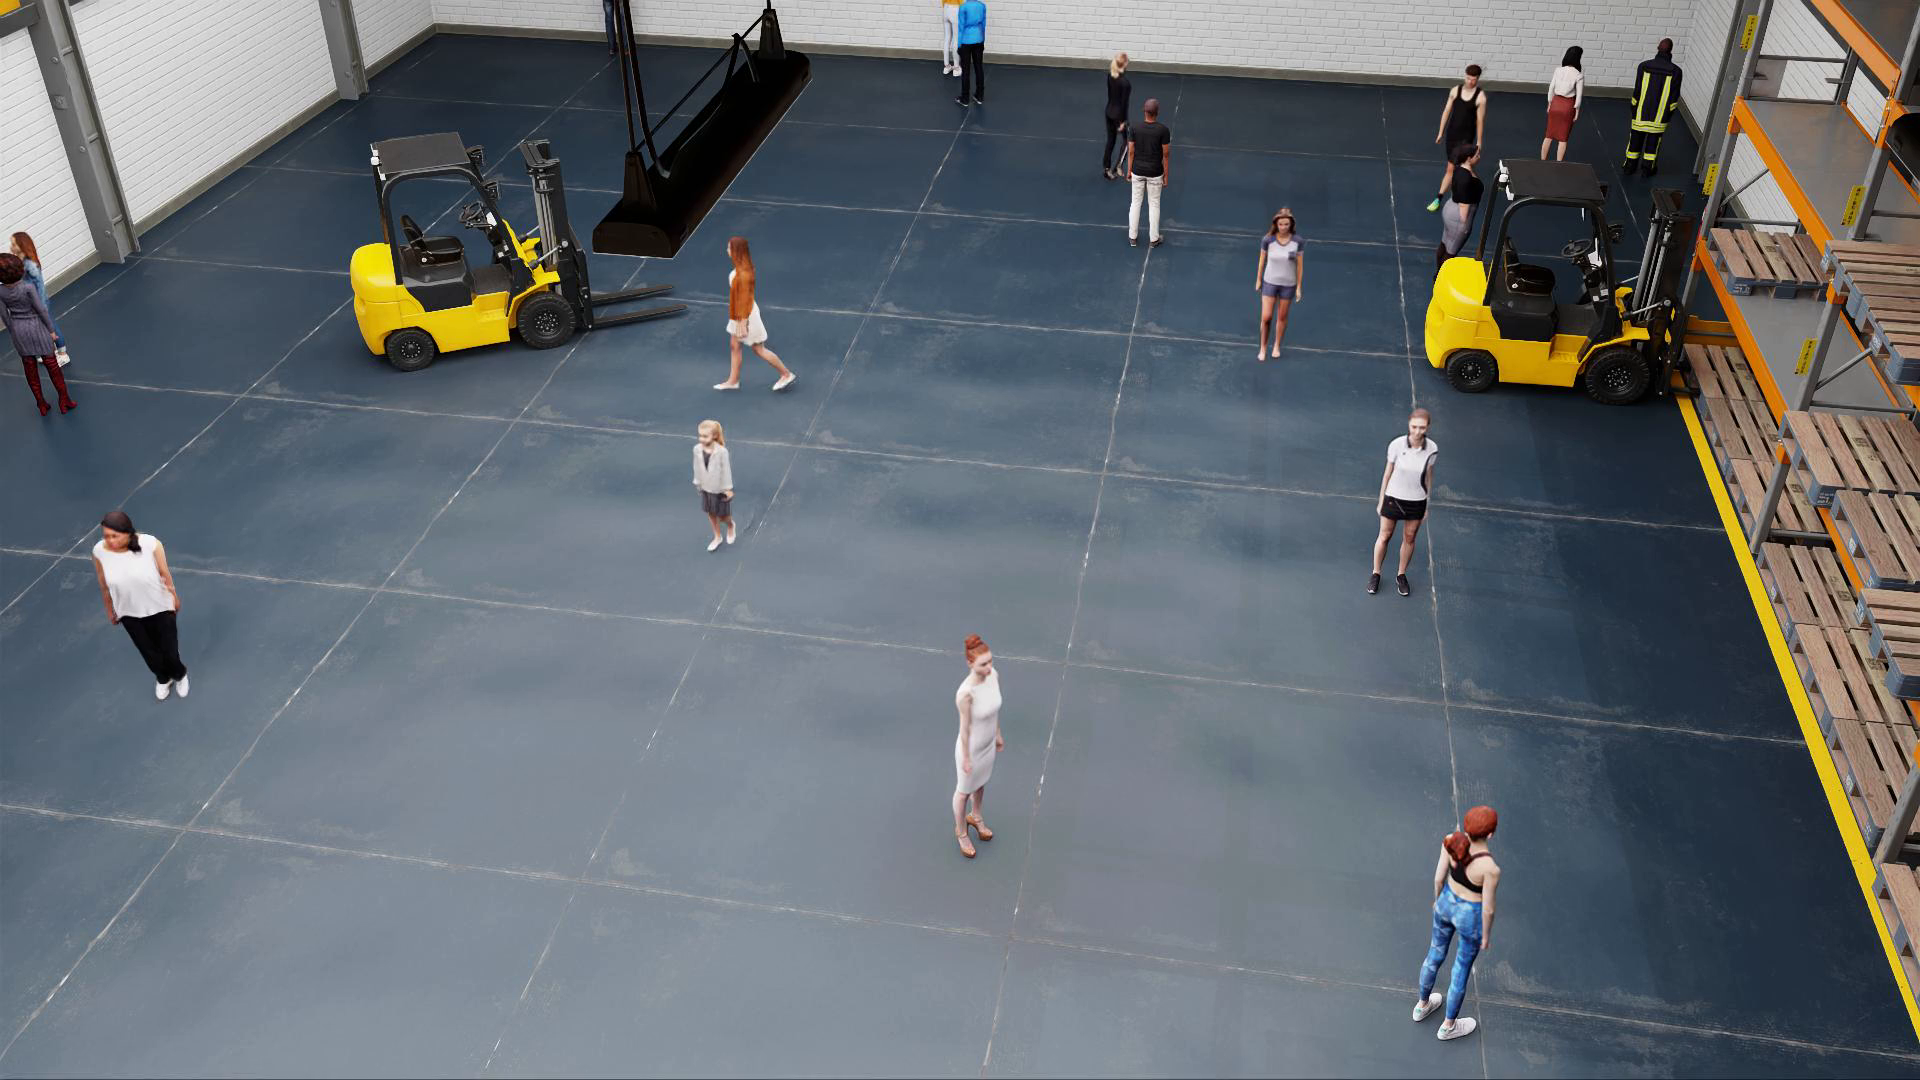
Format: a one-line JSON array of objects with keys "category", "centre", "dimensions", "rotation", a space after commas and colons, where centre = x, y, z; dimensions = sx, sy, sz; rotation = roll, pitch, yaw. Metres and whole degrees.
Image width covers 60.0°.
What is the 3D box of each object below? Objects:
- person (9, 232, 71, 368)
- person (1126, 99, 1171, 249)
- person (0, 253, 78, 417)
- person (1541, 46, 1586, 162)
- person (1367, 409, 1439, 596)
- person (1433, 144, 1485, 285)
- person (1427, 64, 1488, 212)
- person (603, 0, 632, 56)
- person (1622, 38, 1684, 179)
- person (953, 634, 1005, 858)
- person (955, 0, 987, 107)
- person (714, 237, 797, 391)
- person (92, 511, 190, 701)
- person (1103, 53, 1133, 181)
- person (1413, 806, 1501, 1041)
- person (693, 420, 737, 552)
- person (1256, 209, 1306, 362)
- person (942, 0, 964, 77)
[{"category": "person", "centre": [-9.685, -2.533, 17.455], "dimensions": [0.640, 1.477, 0.650], "rotation": [24, 41, 32]}, {"category": "person", "centre": [2.245, -4.405, 19.976], "dimensions": [0.683, 1.804, 0.596], "rotation": [9, 35, 13]}, {"category": "person", "centre": [-9.220, -2.039, 16.501], "dimensions": [0.637, 1.711, 0.609], "rotation": [-4, 34, -6]}, {"category": "person", "centre": [7.914, -5.617, 21.848], "dimensions": [0.678, 1.750, 0.692], "rotation": [28, 42, 35]}, {"category": "person", "centre": [3.716, -0.323, 13.884], "dimensions": [0.577, 1.750, 0.531], "rotation": [4, 34, 6]}, {"category": "person", "centre": [5.634, -3.643, 18.870], "dimensions": [0.735, 1.760, 0.571], "rotation": [3, 34, 4]}, {"category": "person", "centre": [6.369, -5.110, 21.001], "dimensions": [1.281, 1.844, 1.141], "rotation": [-26, 42, -34]}, {"category": "person", "centre": [-5.494, -8.630, 26.285], "dimensions": [0.684, 1.856, 0.595], "rotation": [9, 35, 14]}, {"category": "person", "centre": [9.136, -5.710, 21.923], "dimensions": [0.838, 1.822, 0.809], "rotation": [18, 38, 25]}, {"category": "person", "centre": [0.107, 1.394, 11.264], "dimensions": [0.701, 1.790, 0.572], "rotation": [23, 40, 31]}, {"category": "person", "centre": [0.176, -7.258, 24.275], "dimensions": [0.691, 1.797, 0.737], "rotation": [-18, 37, -25]}, {"category": "person", "centre": [-2.071, -2.252, 16.841], "dimensions": [0.917, 1.689, 1.096], "rotation": [-5, 34, -8]}, {"category": "person", "centre": [-6.243, 0.461, 12.772], "dimensions": [0.735, 1.674, 0.729], "rotation": [-5, 34, -7]}, {"category": "person", "centre": [1.980, -5.485, 21.702], "dimensions": [0.771, 1.693, 0.723], "rotation": [-25, 41, -33]}, {"category": "person", "centre": [2.992, 2.273, 9.947], "dimensions": [0.745, 1.785, 0.687], "rotation": [-22, 40, -30]}, {"category": "person", "centre": [-2.122, -0.504, 14.592], "dimensions": [0.573, 1.268, 0.636], "rotation": [12, 36, 18]}, {"category": "person", "centre": [3.384, -2.731, 17.543], "dimensions": [0.625, 1.710, 0.603], "rotation": [5, 34, 7]}, {"category": "person", "centre": [-0.122, -8.007, 25.444], "dimensions": [0.725, 1.750, 0.683], "rotation": [-28, 43, -35]}]
